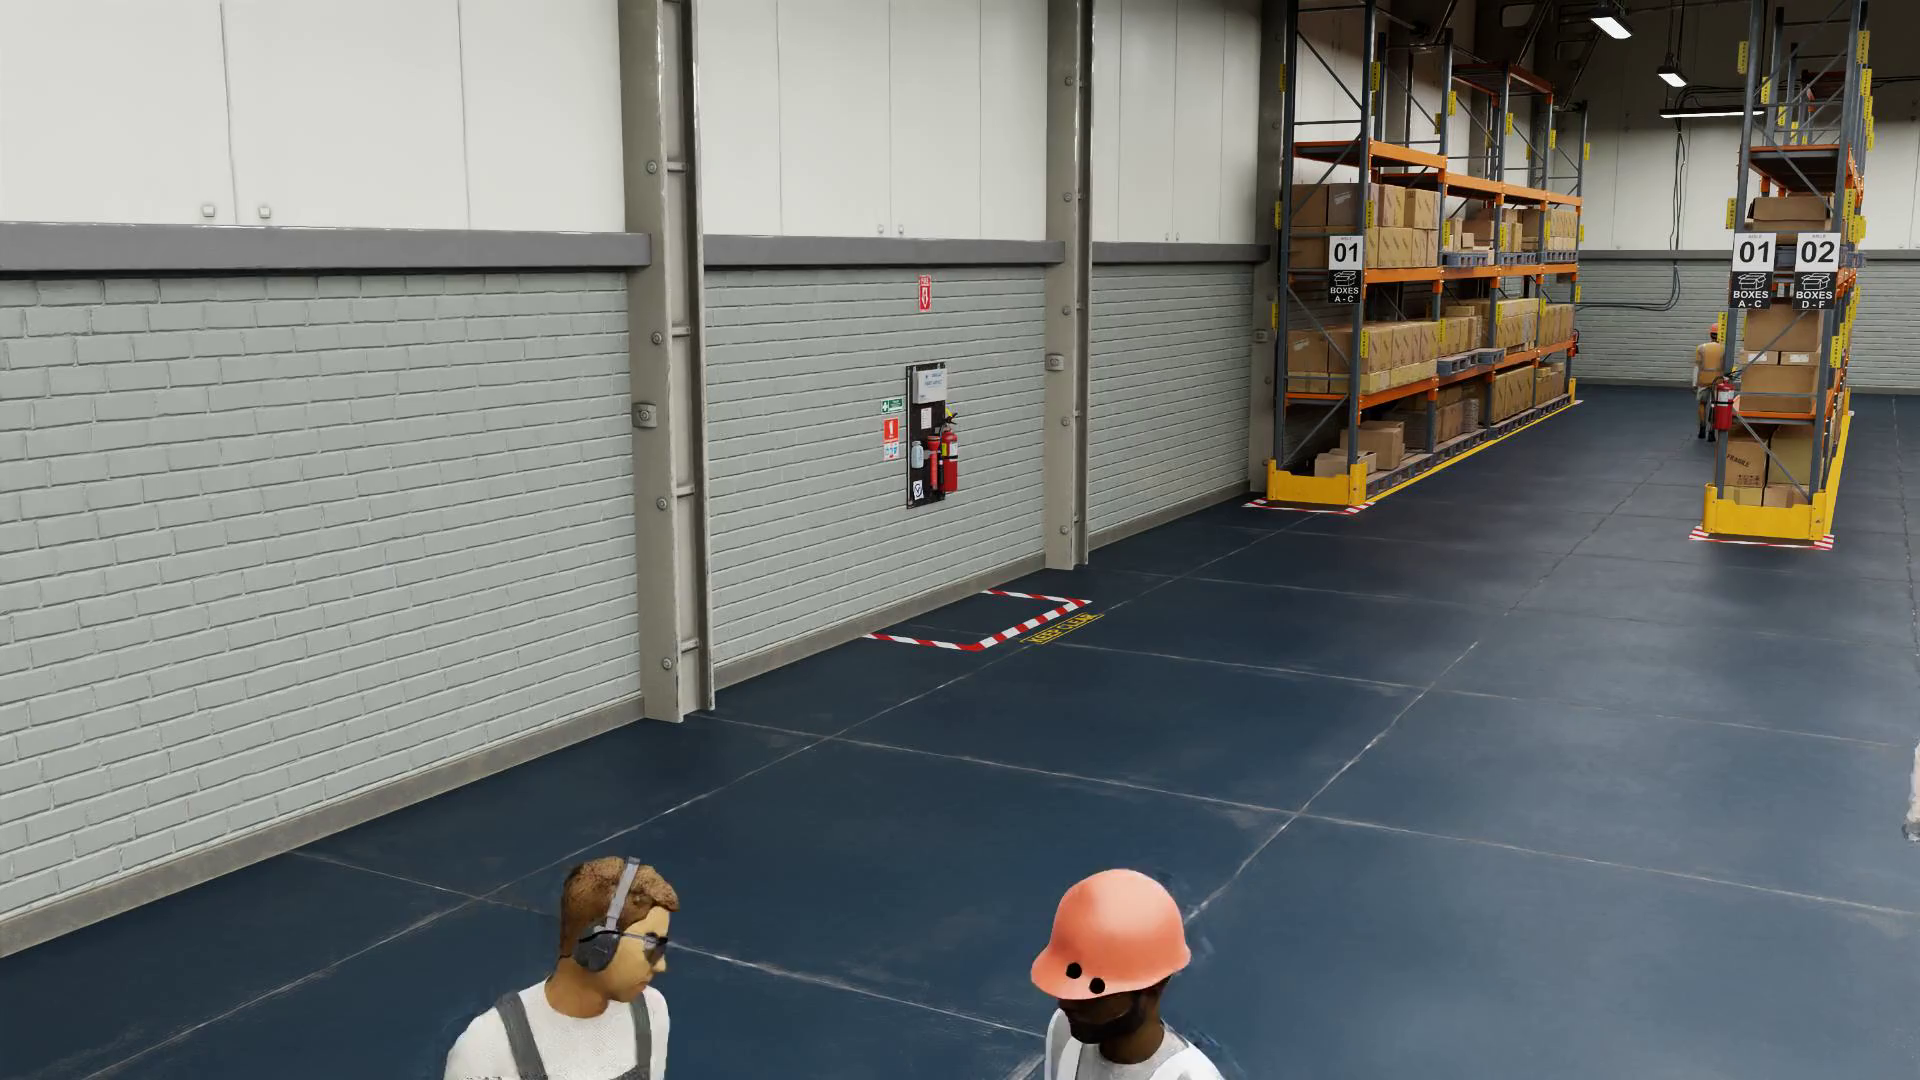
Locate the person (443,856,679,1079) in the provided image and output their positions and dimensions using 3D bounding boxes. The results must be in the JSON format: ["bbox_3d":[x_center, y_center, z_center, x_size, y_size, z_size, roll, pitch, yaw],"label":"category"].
[{"bbox_3d":[-0.873,1.541,3.350,0.692,1.809,0.348,-9,13,-42],"label":"person"}]

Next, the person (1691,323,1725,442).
[{"bbox_3d":[12.230,-2.567,27.022,0.587,1.916,0.665,5,11,29],"label":"person"}]

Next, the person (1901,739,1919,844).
[{"bbox_3d":[3.976,1.097,6.455,0.394,1.618,0.505,-7,12,-34],"label":"person"}]

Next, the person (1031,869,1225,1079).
[{"bbox_3d":[0.381,1.513,3.250,0.997,1.890,0.555,-4,11,-23],"label":"person"}]
